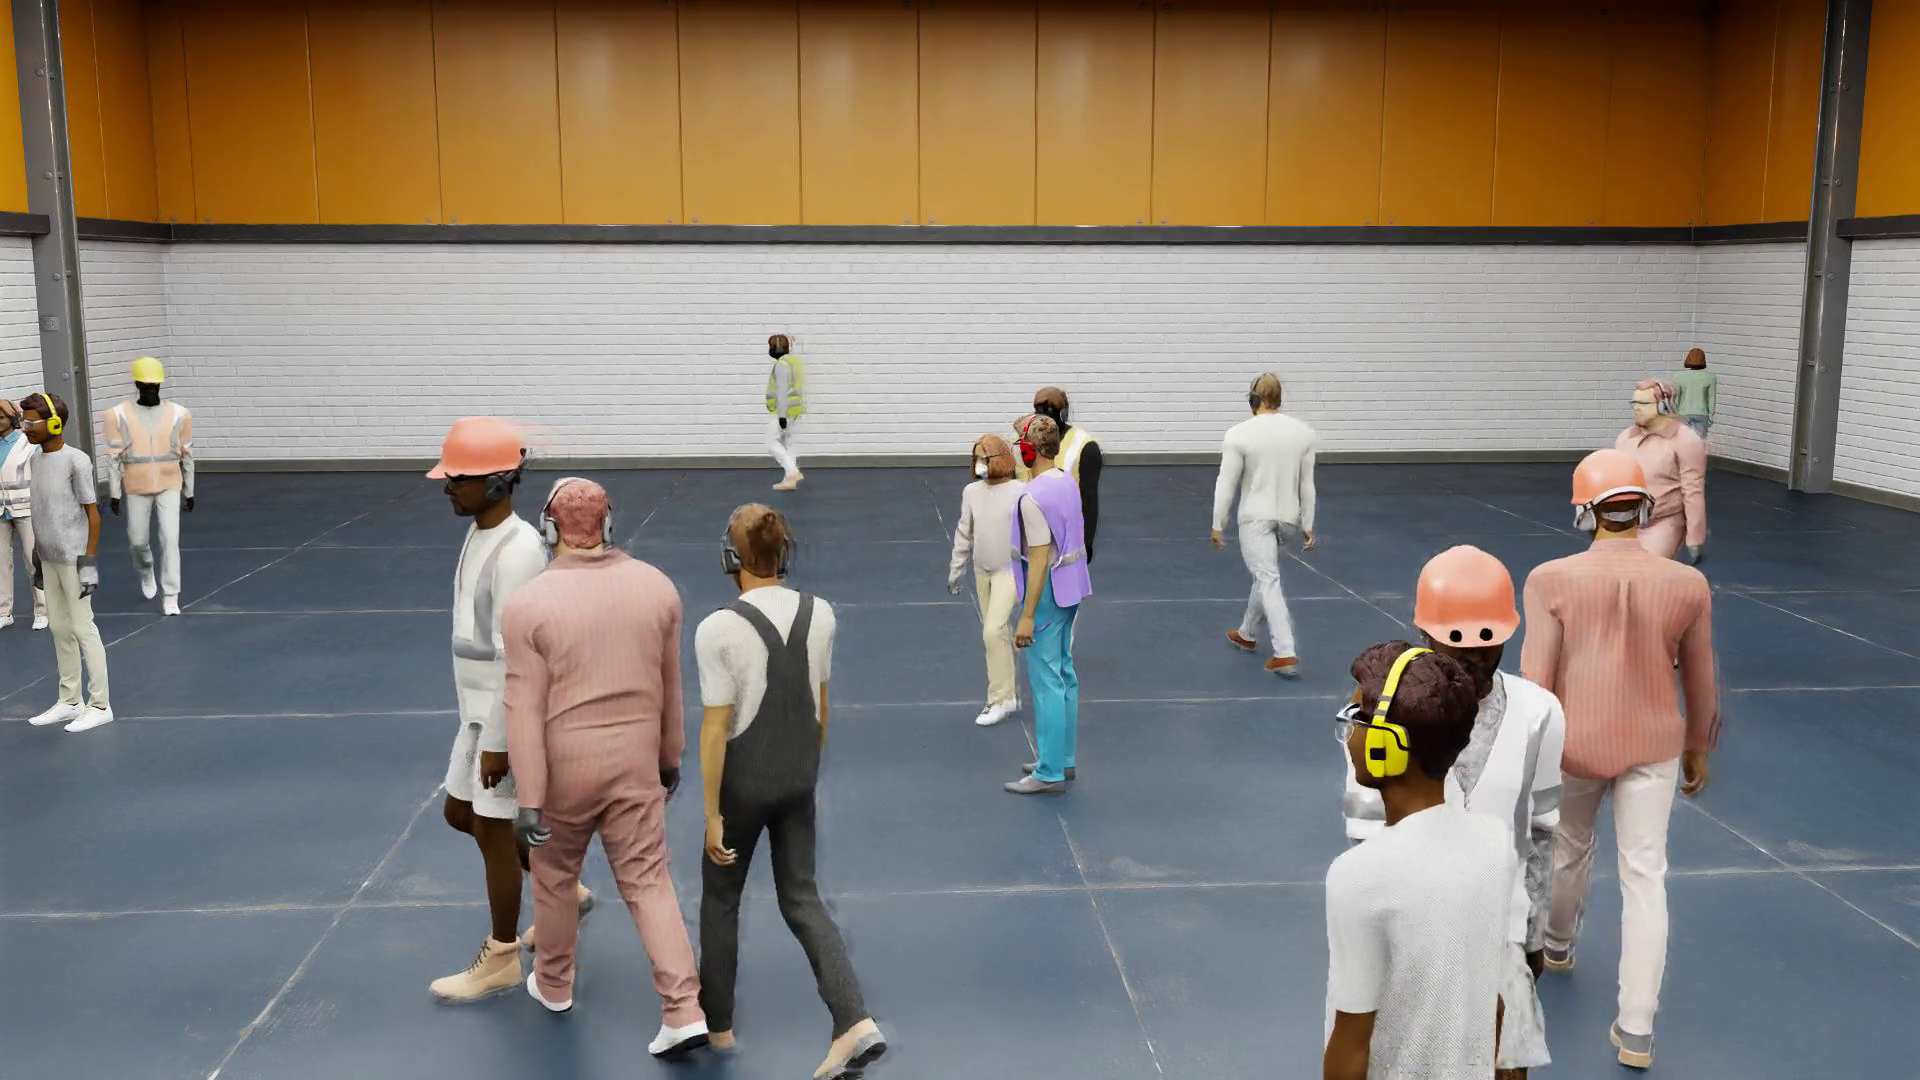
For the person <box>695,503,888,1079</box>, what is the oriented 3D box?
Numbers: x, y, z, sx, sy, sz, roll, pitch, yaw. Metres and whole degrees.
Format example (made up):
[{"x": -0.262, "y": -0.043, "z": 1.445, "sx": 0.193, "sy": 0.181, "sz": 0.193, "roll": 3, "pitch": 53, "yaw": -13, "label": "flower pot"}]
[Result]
[{"x": -0.551, "y": 0.797, "z": 5.162, "sx": 0.513, "sy": 1.801, "sz": 0.829, "roll": -7, "pitch": 11, "yaw": -36, "label": "person"}]

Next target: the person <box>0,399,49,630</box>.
[{"x": -6.668, "y": -0.174, "z": 11.704, "sx": 0.522, "sy": 1.639, "sz": 0.306, "roll": -1, "pitch": 9, "yaw": -8, "label": "person"}]

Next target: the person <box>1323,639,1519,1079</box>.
[{"x": 0.813, "y": 1.111, "z": 2.983, "sx": 0.546, "sy": 1.849, "sz": 0.530, "roll": -8, "pitch": 12, "yaw": -41, "label": "person"}]

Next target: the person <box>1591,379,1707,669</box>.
[{"x": 4.184, "y": -0.057, "z": 10.286, "sx": 0.992, "sy": 1.854, "sz": 0.683, "roll": -3, "pitch": 10, "yaw": -20, "label": "person"}]

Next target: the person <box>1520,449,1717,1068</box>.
[{"x": 2.180, "y": 0.663, "z": 5.562, "sx": 0.657, "sy": 1.922, "sz": 1.076, "roll": 1, "pitch": 9, "yaw": 8, "label": "person"}]

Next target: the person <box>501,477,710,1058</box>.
[{"x": -1.155, "y": 0.726, "z": 5.383, "sx": 0.652, "sy": 1.863, "sz": 0.966, "roll": -7, "pitch": 11, "yaw": -37, "label": "person"}]

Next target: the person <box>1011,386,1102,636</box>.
[{"x": 0.585, "y": -0.042, "z": 10.280, "sx": 0.629, "sy": 1.831, "sz": 0.532, "roll": 5, "pitch": 10, "yaw": 30, "label": "person"}]

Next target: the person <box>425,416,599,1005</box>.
[{"x": -1.587, "y": 0.581, "z": 5.739, "sx": 0.564, "sy": 2.026, "sz": 0.622, "roll": -5, "pitch": 10, "yaw": -29, "label": "person"}]

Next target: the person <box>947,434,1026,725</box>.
[{"x": 0.138, "y": 0.221, "z": 9.283, "sx": 0.596, "sy": 1.611, "sz": 0.539, "roll": -9, "pitch": 13, "yaw": -44, "label": "person"}]

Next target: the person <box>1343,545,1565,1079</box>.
[{"x": 1.171, "y": 0.945, "z": 3.915, "sx": 0.543, "sy": 1.875, "sz": 1.020, "roll": 0, "pitch": 9, "yaw": 2, "label": "person"}]

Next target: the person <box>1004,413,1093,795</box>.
[{"x": 0.425, "y": 0.313, "z": 8.014, "sx": 0.395, "sy": 1.841, "sz": 0.564, "roll": 3, "pitch": 10, "yaw": 21, "label": "person"}]

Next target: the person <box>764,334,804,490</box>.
[{"x": -2.041, "y": -1.467, "z": 19.255, "sx": 0.440, "sy": 1.825, "sz": 0.656, "roll": 2, "pitch": 9, "yaw": 9, "label": "person"}]

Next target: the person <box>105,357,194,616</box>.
[{"x": -6.011, "y": -0.418, "z": 12.390, "sx": 0.597, "sy": 1.905, "sz": 0.791, "roll": -5, "pitch": 10, "yaw": -27, "label": "person"}]

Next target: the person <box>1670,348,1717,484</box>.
[{"x": 8.735, "y": -1.467, "z": 19.845, "sx": 0.501, "sy": 1.633, "sz": 0.283, "roll": 3, "pitch": 9, "yaw": 16, "label": "person"}]

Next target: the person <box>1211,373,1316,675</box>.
[{"x": 1.950, "y": -0.118, "z": 10.624, "sx": 0.652, "sy": 1.887, "sz": 1.047, "roll": -4, "pitch": 10, "yaw": -21, "label": "person"}]

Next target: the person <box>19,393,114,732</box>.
[{"x": -4.937, "y": 0.122, "z": 9.144, "sx": 0.532, "sy": 1.864, "sz": 0.310, "roll": 5, "pitch": 10, "yaw": 29, "label": "person"}]
